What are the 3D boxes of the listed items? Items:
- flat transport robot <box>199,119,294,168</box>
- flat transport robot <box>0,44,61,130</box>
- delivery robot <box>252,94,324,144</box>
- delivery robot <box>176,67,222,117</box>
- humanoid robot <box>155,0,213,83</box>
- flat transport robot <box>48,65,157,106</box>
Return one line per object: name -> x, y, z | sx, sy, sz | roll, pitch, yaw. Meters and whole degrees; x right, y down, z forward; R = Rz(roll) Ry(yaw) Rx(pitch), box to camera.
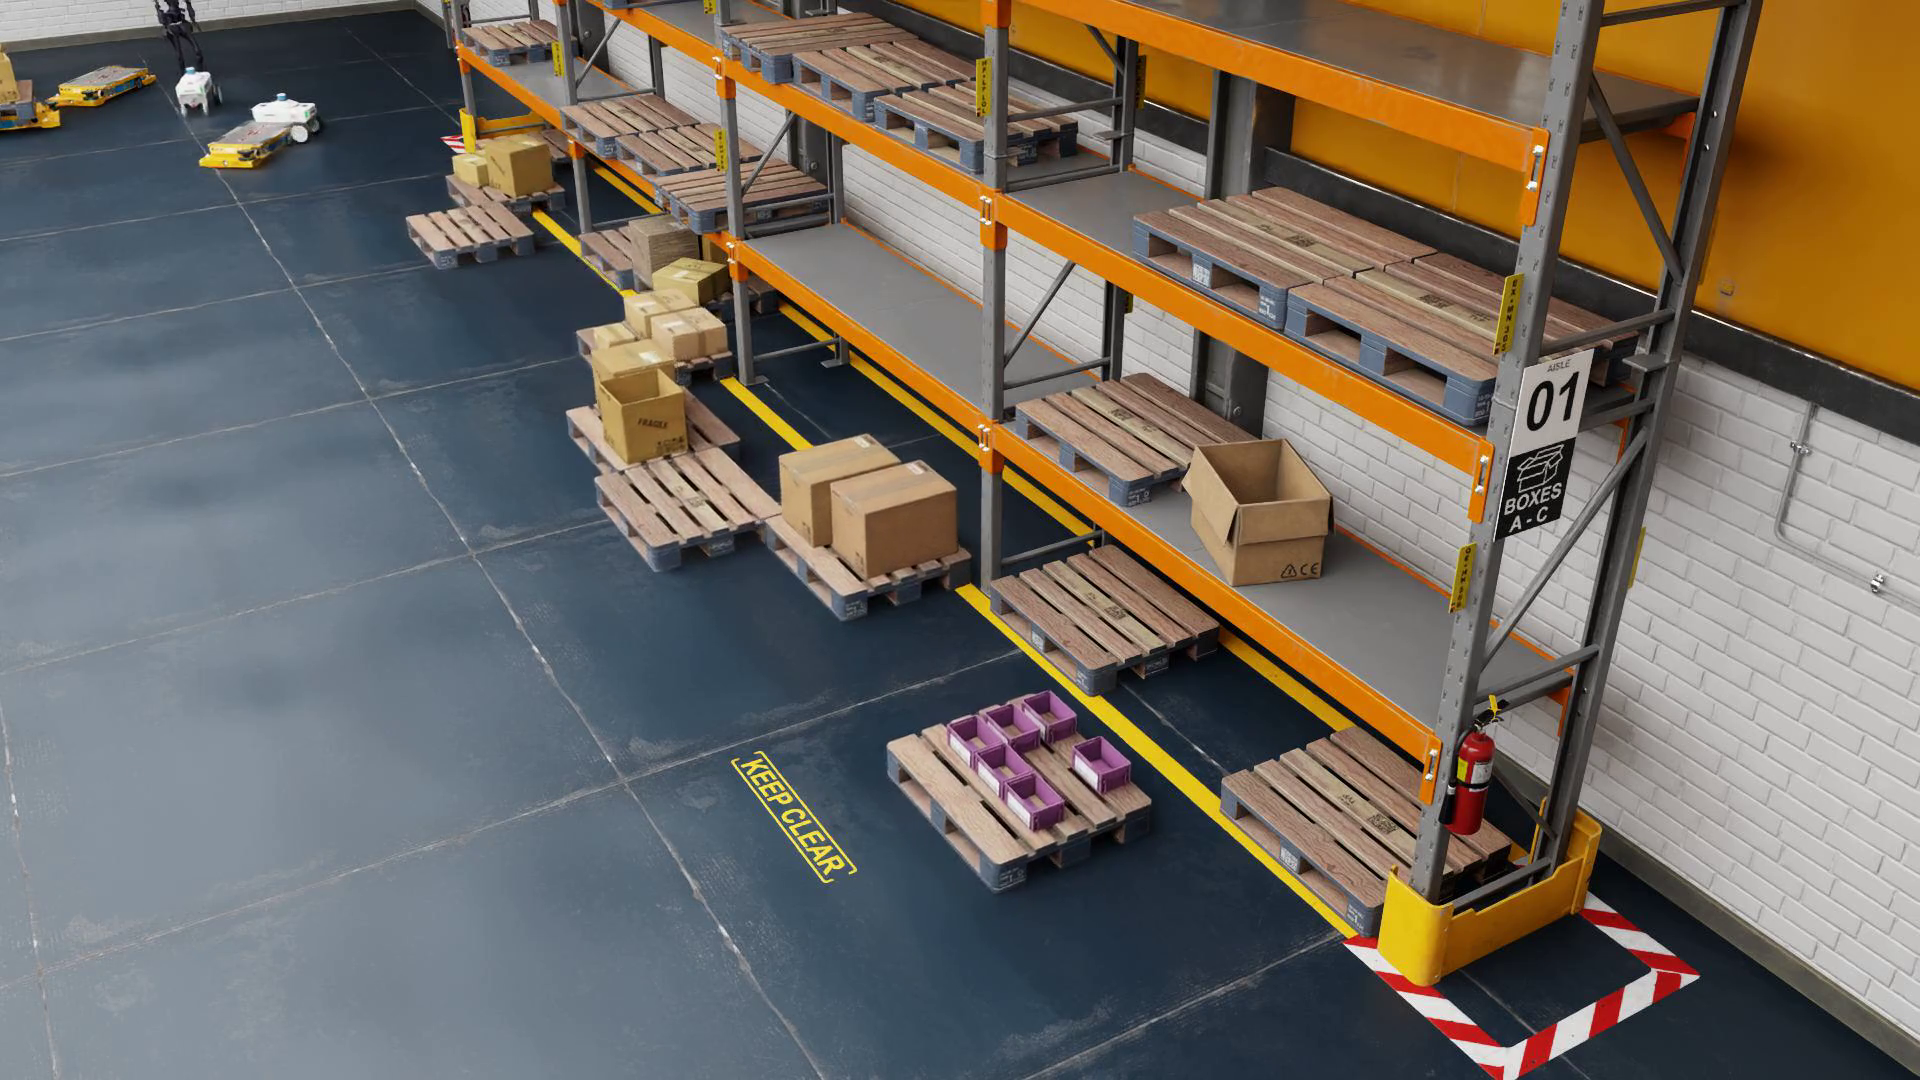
flat transport robot -> -8.538, -4.791, 20.090 | 0.659, 0.231, 1.431 | 3, 30, 5
flat transport robot -> -12.165, -5.300, 20.989 | 1.431, 0.231, 0.659 | -13, 32, -22
delivery robot -> -8.311, -5.211, 20.516 | 0.750, 0.570, 0.499 | 1, 30, 1
delivery robot -> -9.970, -5.858, 21.694 | 0.499, 0.604, 0.808 | -7, 30, -12
humanoid robot -> -10.611, -7.010, 22.580 | 0.445, 1.647, 0.589 | 15, 33, 24
flat transport robot -> -11.570, -6.129, 22.453 | 0.659, 0.231, 1.431 | 4, 30, 8
